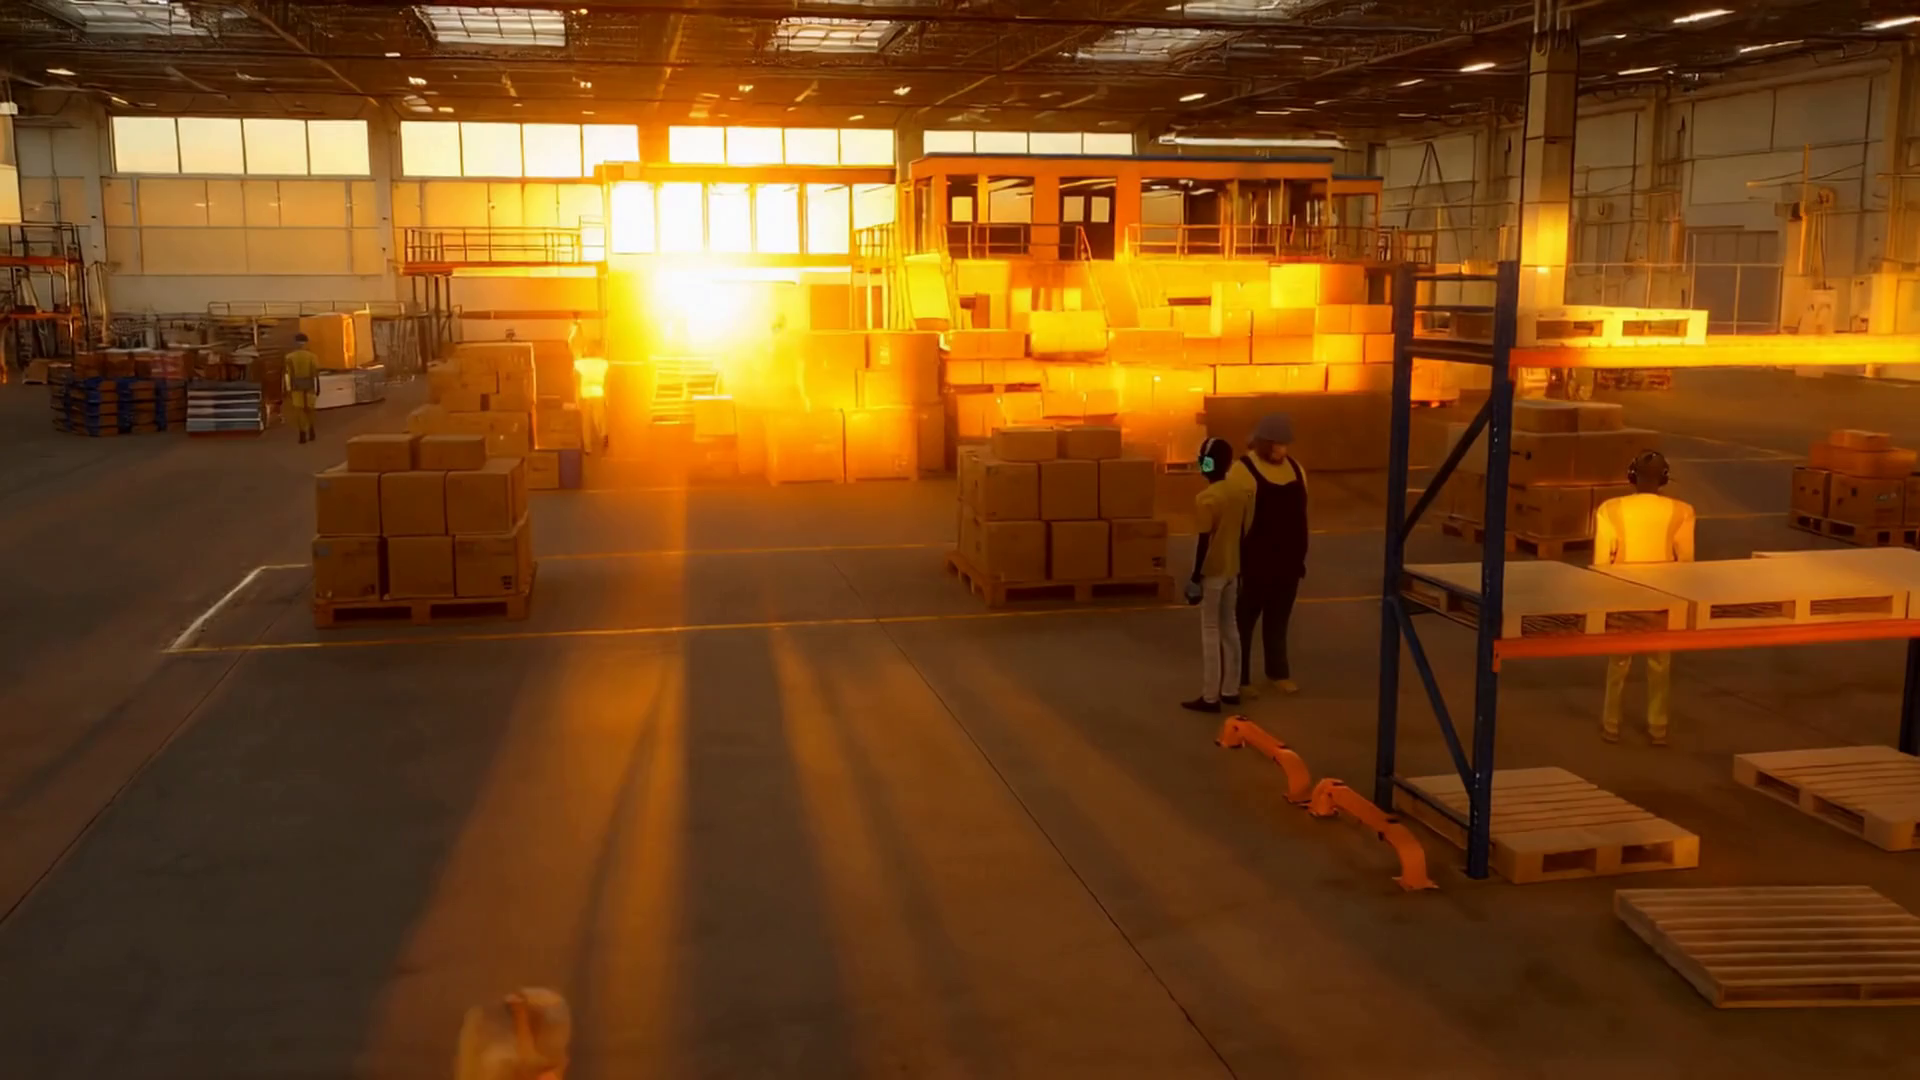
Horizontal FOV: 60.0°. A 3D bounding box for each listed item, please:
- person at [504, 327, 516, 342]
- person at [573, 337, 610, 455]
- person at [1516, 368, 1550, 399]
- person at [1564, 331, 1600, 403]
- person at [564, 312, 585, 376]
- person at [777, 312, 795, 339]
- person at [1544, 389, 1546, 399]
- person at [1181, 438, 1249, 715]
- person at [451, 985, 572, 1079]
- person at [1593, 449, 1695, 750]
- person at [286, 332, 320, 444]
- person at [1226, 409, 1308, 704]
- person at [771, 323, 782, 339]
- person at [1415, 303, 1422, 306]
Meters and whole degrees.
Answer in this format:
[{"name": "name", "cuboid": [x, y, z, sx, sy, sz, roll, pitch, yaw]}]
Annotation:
[{"name": "person", "cuboid": [-9.512, -3.623, 35.150, 0.539, 1.757, 0.363, 1, 9, 6]}, {"name": "person", "cuboid": [-5.852, -2.274, 26.484, 0.594, 1.899, 0.692, -5, 11, -30]}, {"name": "person", "cuboid": [9.840, -2.593, 28.717, 0.636, 1.792, 0.921, -1, 9, -3]}, {"name": "person", "cuboid": [10.734, -2.667, 28.846, 0.631, 1.907, 0.889, 1, 9, 4]}, {"name": "person", "cuboid": [-10.609, -5.396, 45.853, 0.534, 1.795, 0.991, -9, 13, -43]}, {"name": "person", "cuboid": [-4.292, -4.709, 41.218, 0.647, 1.933, 0.757, 4, 10, 21]}, {"name": "person", "cuboid": [12.832, -3.890, 36.973, 0.557, 1.689, 0.650, 0, 9, -2]}, {"name": "person", "cuboid": [1.720, 0.245, 11.218, 0.512, 1.868, 0.329, -8, 13, -42]}, {"name": "person", "cuboid": [-0.836, 1.668, 3.347, 0.849, 1.587, 0.541, -5, 11, -27]}, {"name": "person", "cuboid": [4.245, 0.373, 10.376, 0.584, 1.882, 0.337, 3, 10, 17]}, {"name": "person", "cuboid": [-11.251, -2.607, 28.505, 0.540, 1.899, 0.932, -3, 10, -19]}, {"name": "person", "cuboid": [2.162, 0.105, 11.534, 0.681, 2.000, 0.538, -5, 11, -28]}, {"name": "person", "cuboid": [-3.966, -3.685, 35.308, 0.961, 1.840, 0.526, 0, 9, -2]}, {"name": "person", "cuboid": [13.470, -5.974, 48.869, 0.614, 1.945, 0.403, -5, 11, -29]}]
